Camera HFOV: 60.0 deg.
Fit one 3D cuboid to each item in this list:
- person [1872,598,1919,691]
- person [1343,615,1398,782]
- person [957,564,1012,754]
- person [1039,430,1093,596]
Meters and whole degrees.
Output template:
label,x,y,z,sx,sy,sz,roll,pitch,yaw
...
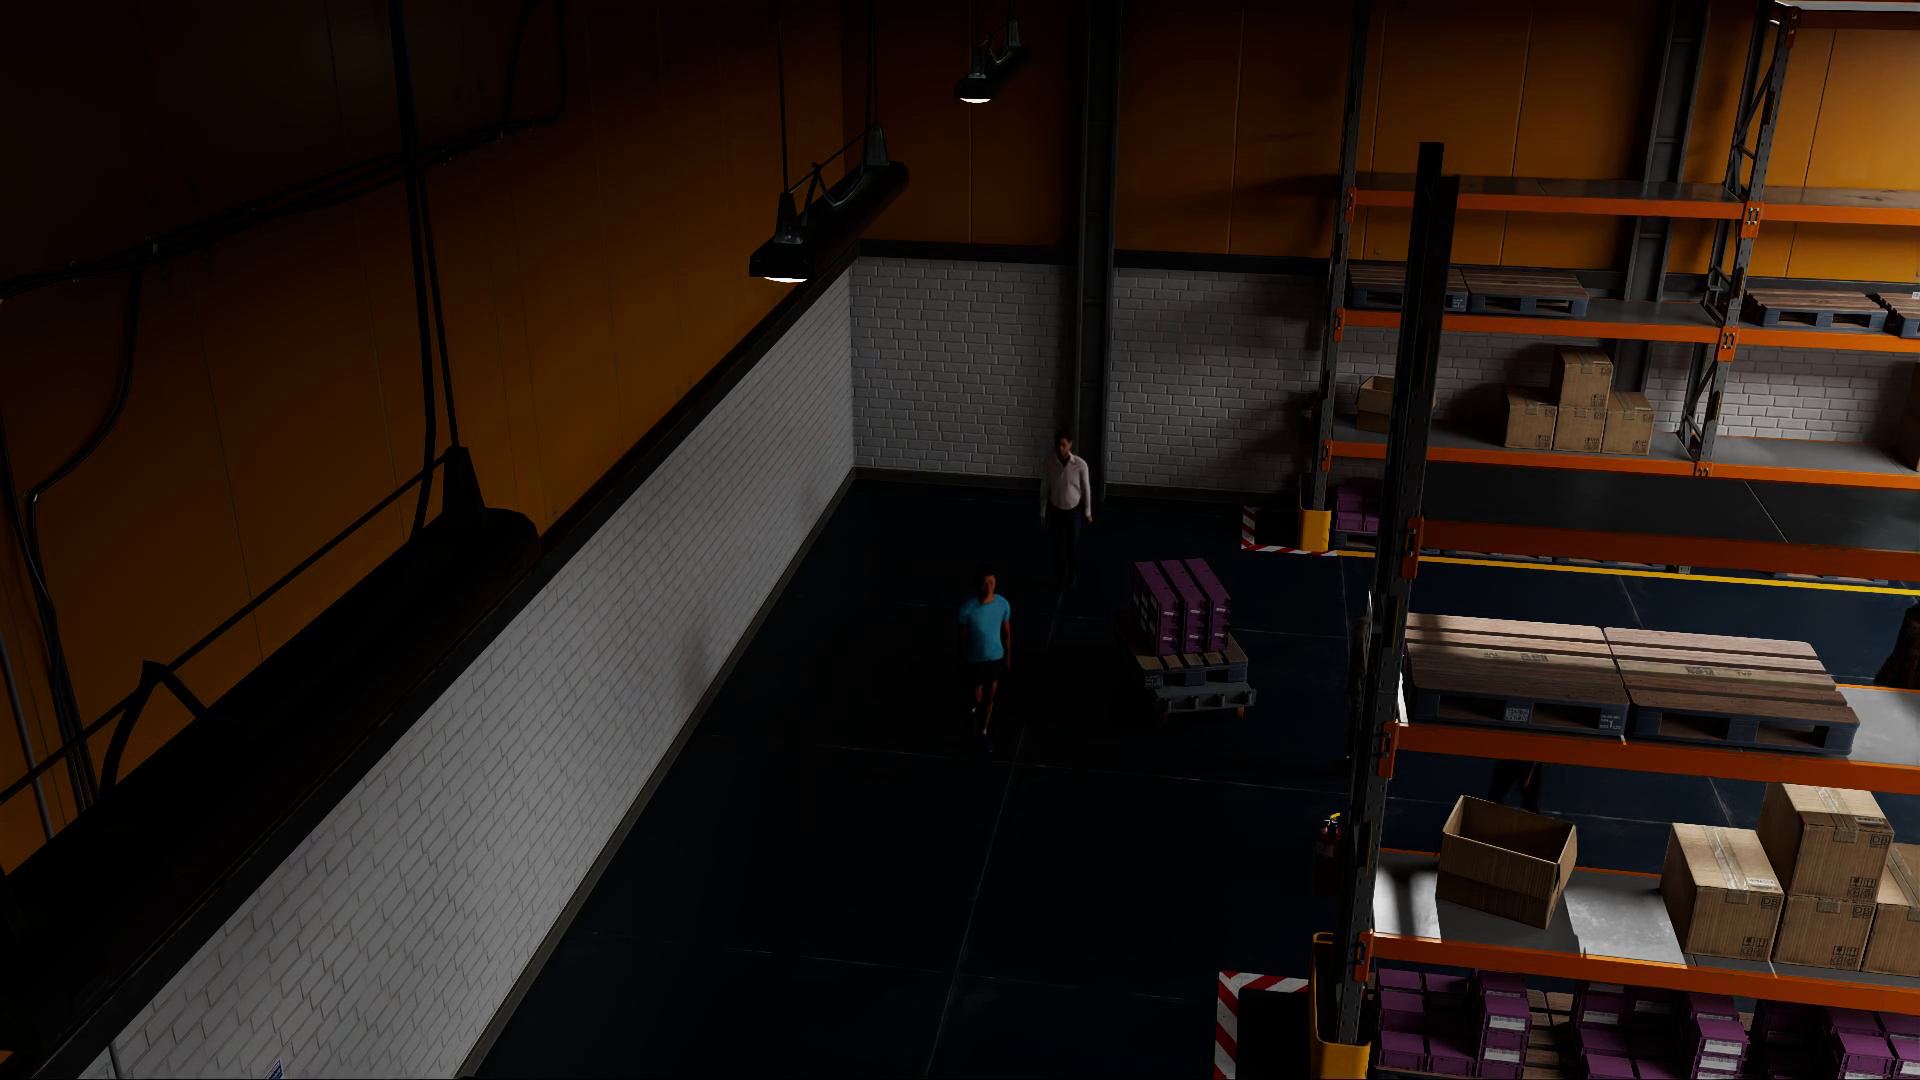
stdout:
label,x,y,z,sx,sy,sz,roll,pitch,yaw
person,8.462,1.109,14.637,0.968,1.627,0.874,-10,26,-22
person,3.566,1.173,14.153,0.608,1.896,0.747,3,24,6
person,0.181,1.006,14.698,0.801,1.766,0.848,-6,24,-13
person,1.130,-0.327,17.629,0.547,1.861,0.773,5,24,12
